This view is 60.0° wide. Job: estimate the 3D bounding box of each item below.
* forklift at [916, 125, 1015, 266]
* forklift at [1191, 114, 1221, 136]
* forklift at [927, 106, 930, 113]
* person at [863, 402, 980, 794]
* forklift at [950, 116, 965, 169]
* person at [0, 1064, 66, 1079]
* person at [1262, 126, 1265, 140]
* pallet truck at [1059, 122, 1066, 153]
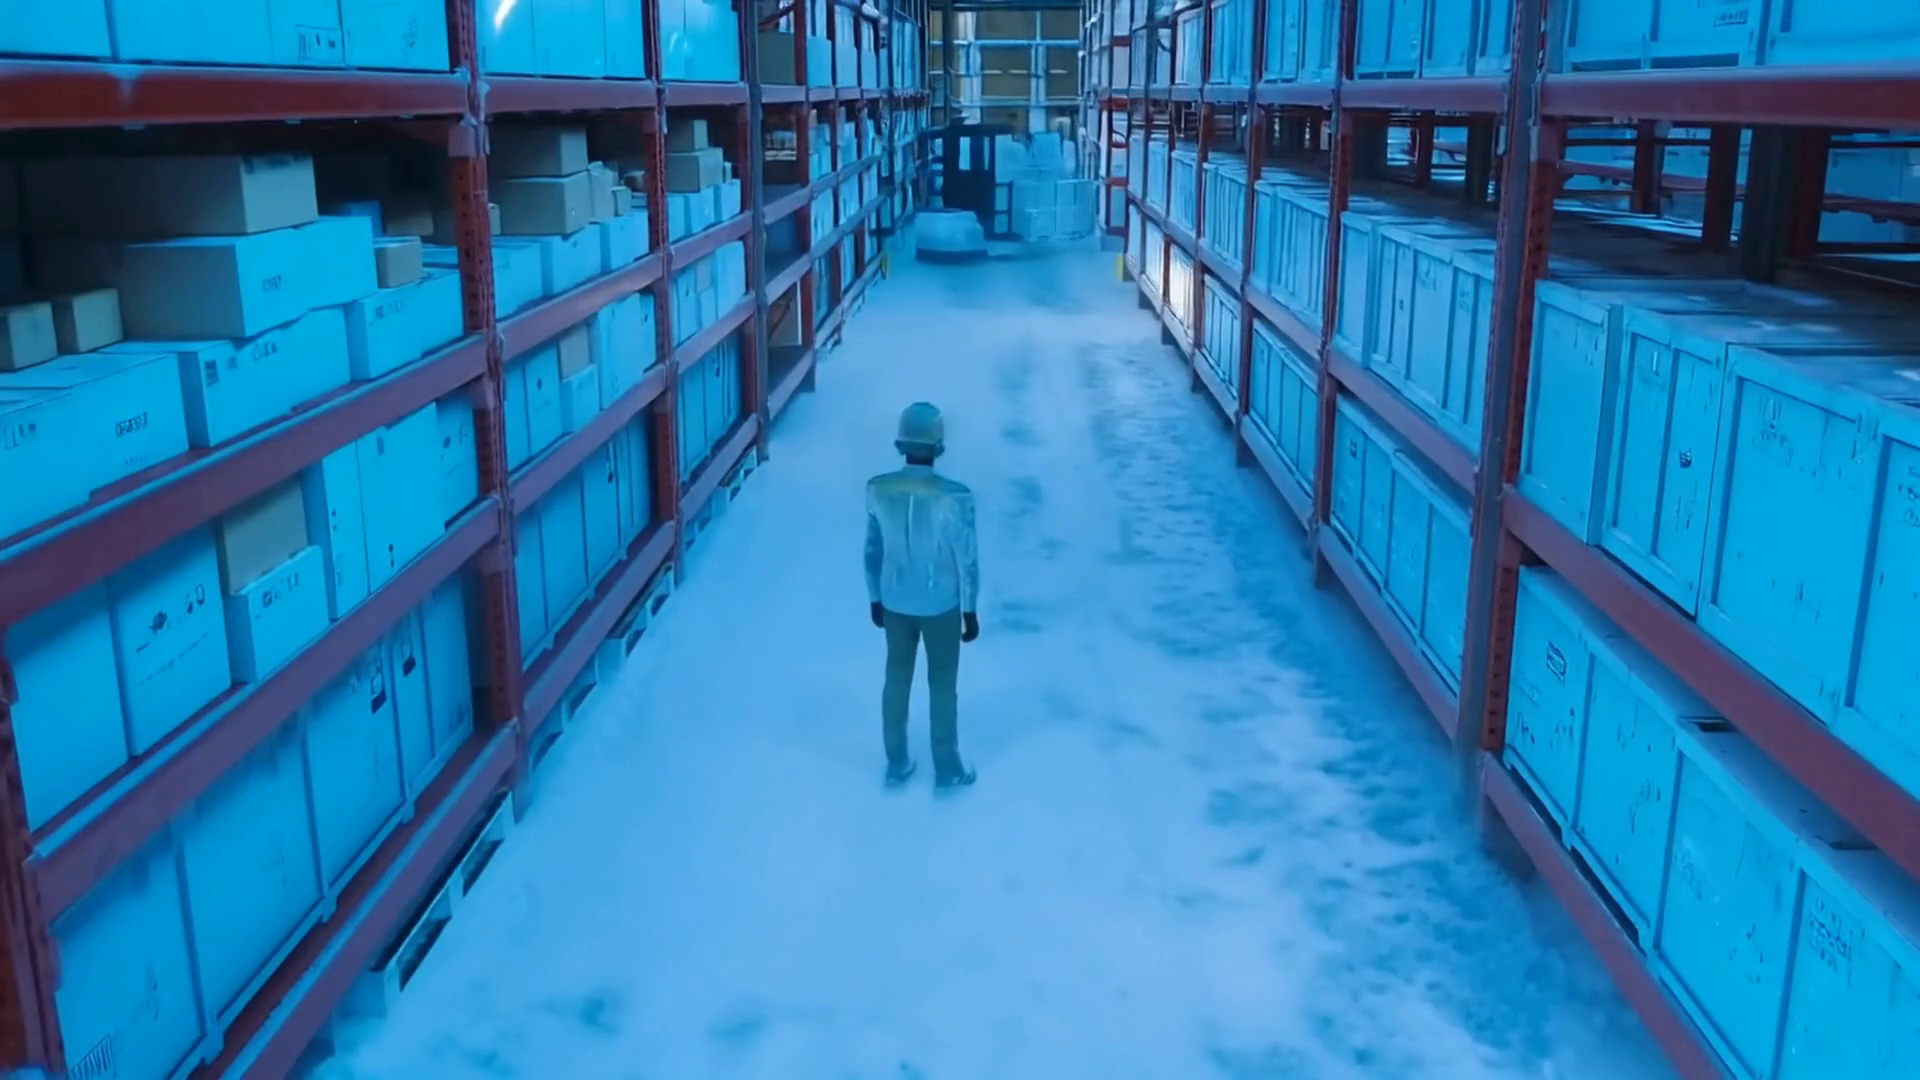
[{"bbox_3d":[0.088,-7.152,34.402,1.873,2.768,1.129,-13,20,-40],"label":"forklift"},{"bbox_3d":[7.952,-12.461,54.154,1.129,2.768,1.873,0,15,1],"label":"forklift"},{"bbox_3d":[-2.001,-20.667,84.687,1.129,2.768,1.873,0,15,2],"label":"forklift"},{"bbox_3d":[-0.185,0.299,8.353,0.620,1.997,0.372,6,16,22],"label":"person"},{"bbox_3d":[-0.099,-10.752,47.794,1.873,2.768,1.129,0,15,2],"label":"forklift"},{"bbox_3d":[-1.965,1.843,3.326,0.552,1.619,0.548,-12,19,-38],"label":"person"},{"bbox_3d":[15.085,-19.640,82.772,1.066,1.872,0.647,10,18,34],"label":"person"},{"bbox_3d":[5.788,-21.111,88.014,1.885,1.965,0.823,5,16,18],"label":"pallet truck"}]
